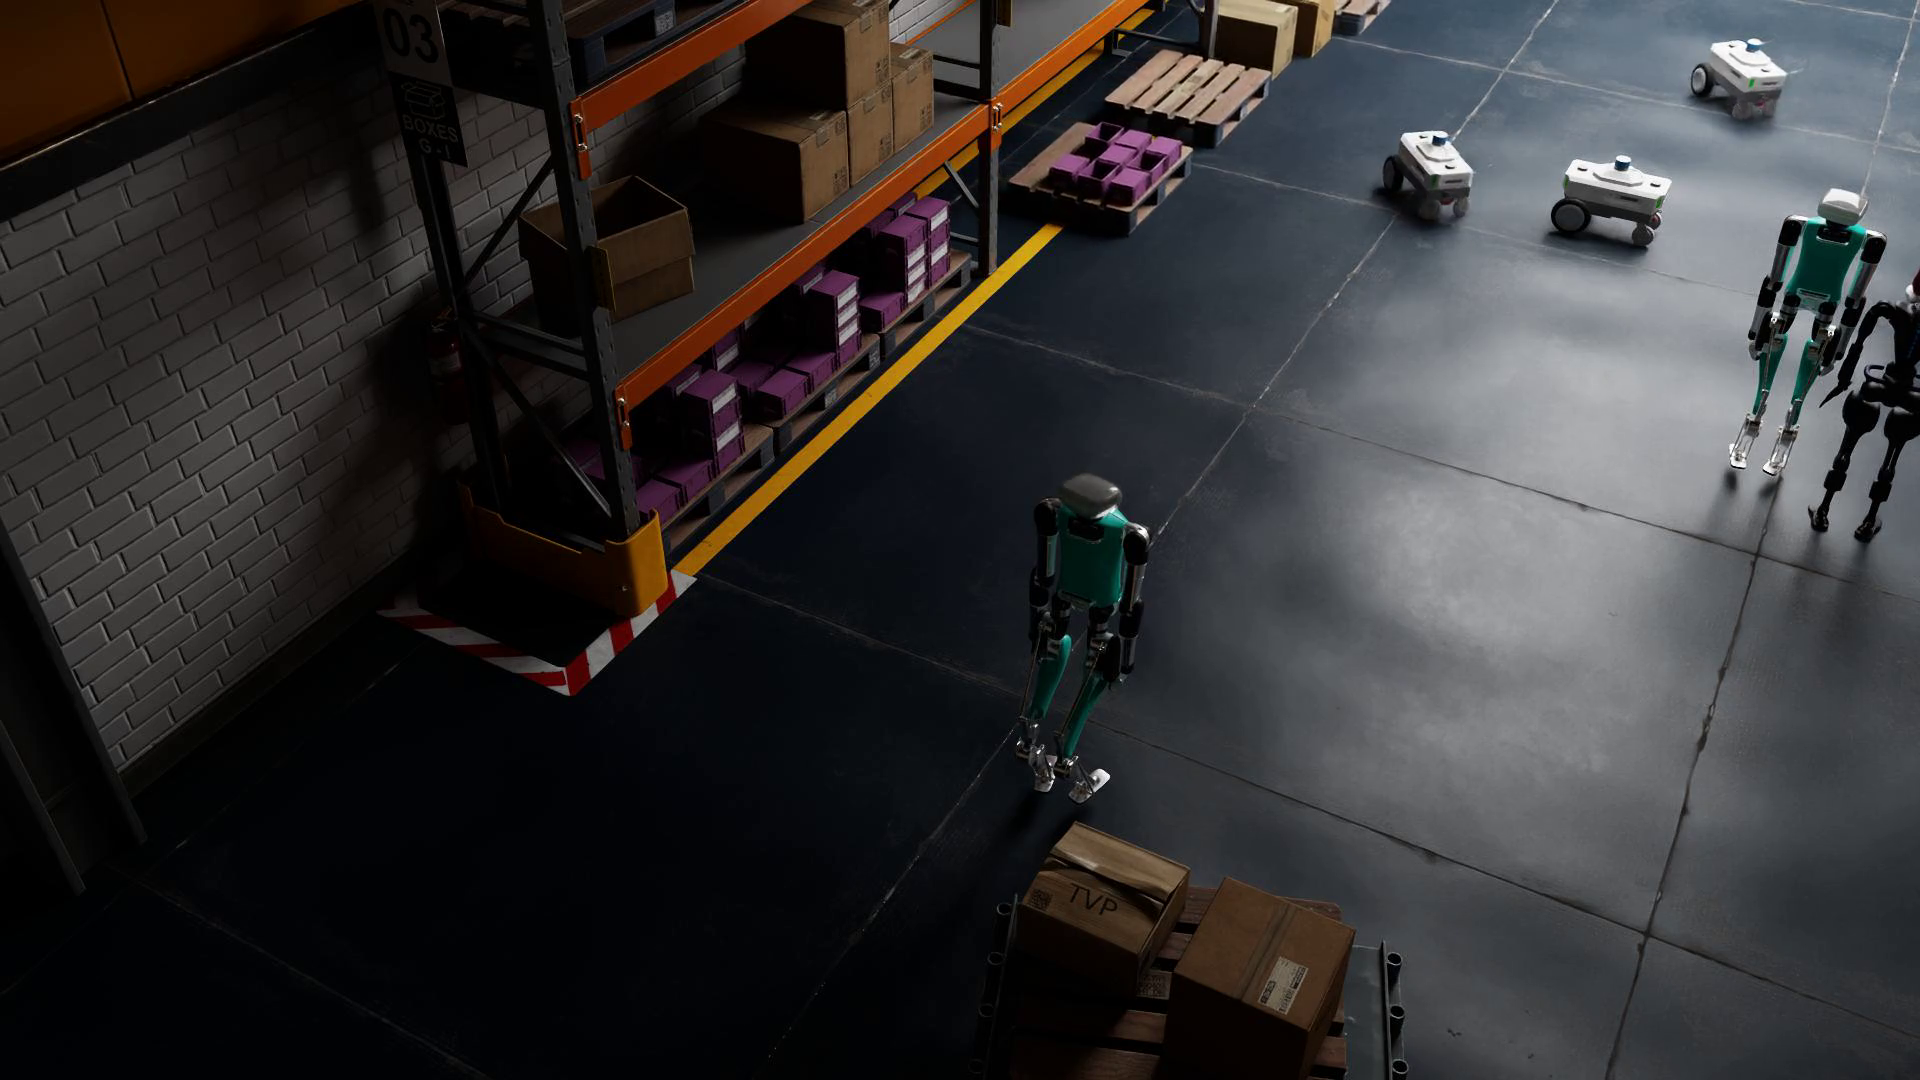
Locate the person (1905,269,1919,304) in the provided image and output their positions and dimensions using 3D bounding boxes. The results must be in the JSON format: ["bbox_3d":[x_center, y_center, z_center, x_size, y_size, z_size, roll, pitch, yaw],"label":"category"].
[{"bbox_3d":[6.695,-2.278,10.972,0.498,1.633,0.281,20,43,23],"label":"person"}]

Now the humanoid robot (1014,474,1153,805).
[{"bbox_3d":[0.449,0.540,7.267,0.533,1.672,0.735,19,42,22],"label":"humanoid robot"}]

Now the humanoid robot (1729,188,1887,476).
[{"bbox_3d":[4.651,-1.066,9.270,0.533,1.677,0.735,19,42,22],"label":"humanoid robot"}]

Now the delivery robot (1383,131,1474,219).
[{"bbox_3d":[3.541,-2.777,12.449,0.504,0.579,0.751,-6,39,-7],"label":"delivery robot"}]

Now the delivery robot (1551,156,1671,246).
[{"bbox_3d":[4.761,-2.516,12.113,0.739,0.566,0.499,19,42,22],"label":"delivery robot"}]

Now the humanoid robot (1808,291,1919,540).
[{"bbox_3d":[5.040,-0.766,9.039,0.599,1.657,0.315,19,42,22],"label":"humanoid robot"}]

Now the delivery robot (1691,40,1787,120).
[{"bbox_3d":[6.503,-3.862,13.806,0.504,0.579,0.751,-6,39,-7],"label":"delivery robot"}]
